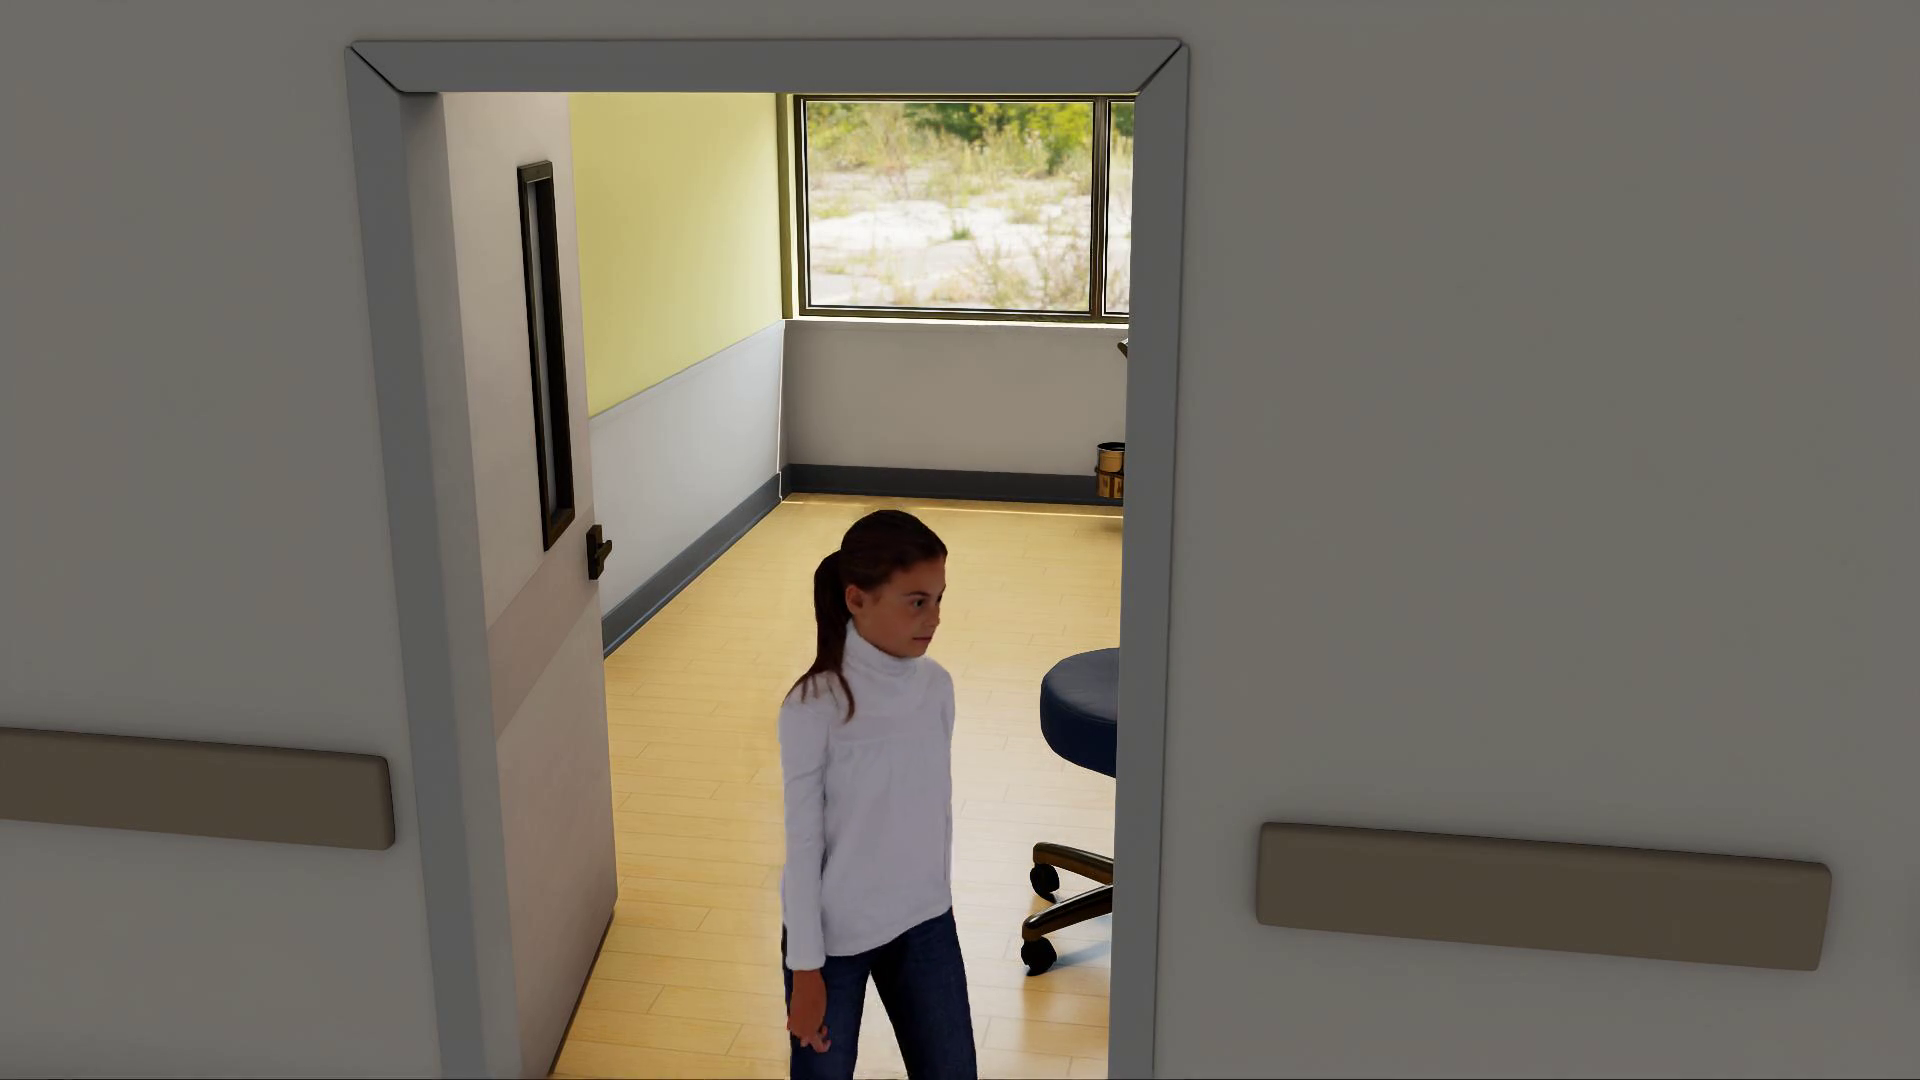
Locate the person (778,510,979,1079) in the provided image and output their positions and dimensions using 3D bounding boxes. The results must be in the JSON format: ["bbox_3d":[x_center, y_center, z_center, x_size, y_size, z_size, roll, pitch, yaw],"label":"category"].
[{"bbox_3d":[-0.206,0.681,3.058,0.680,1.537,0.740,-8,17,-25],"label":"person"}]
